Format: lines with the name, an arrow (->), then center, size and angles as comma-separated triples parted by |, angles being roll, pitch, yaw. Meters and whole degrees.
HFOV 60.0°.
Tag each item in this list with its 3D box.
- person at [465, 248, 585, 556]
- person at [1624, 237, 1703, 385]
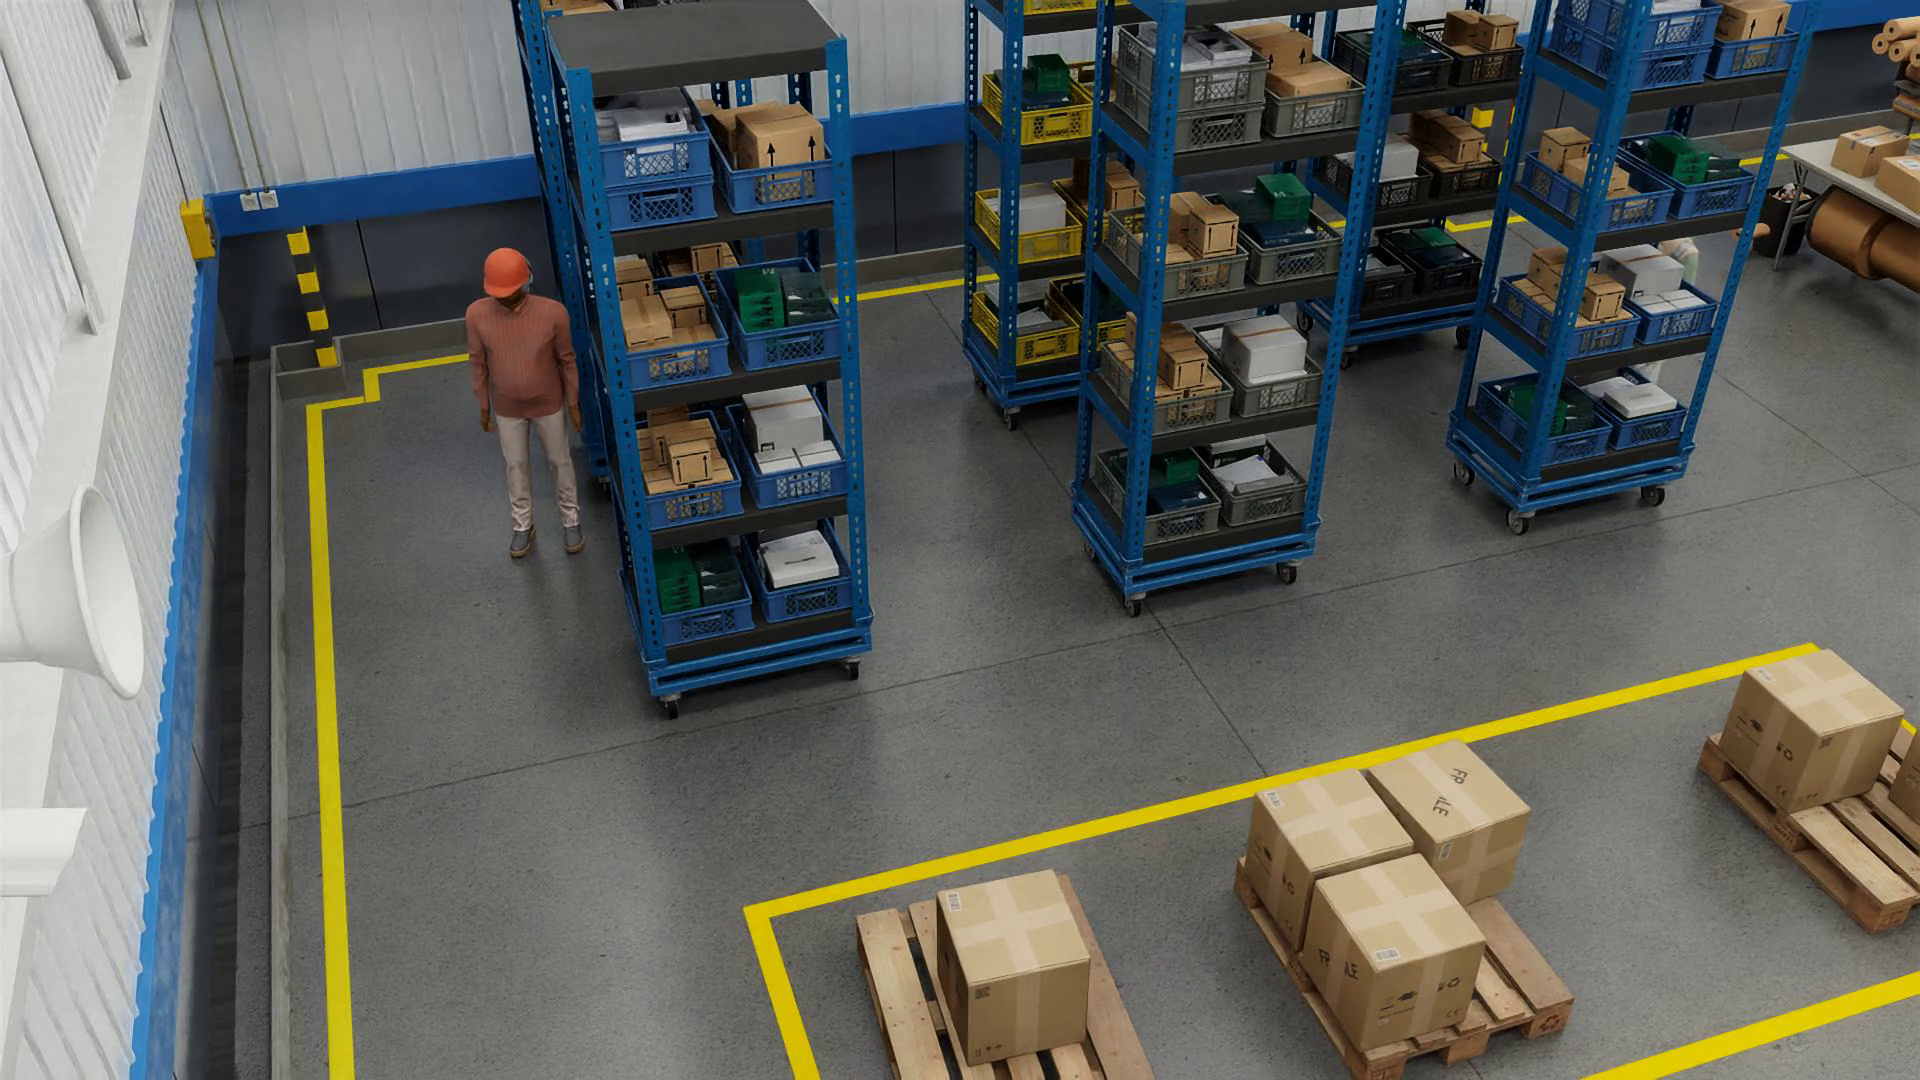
person -> -2.511, -0.792, 9.679 | 0.610, 1.985, 0.393 | -3, 35, -4
person -> 4.630, -1.520, 11.004 | 0.313, 1.642, 0.513 | -4, 35, -6
